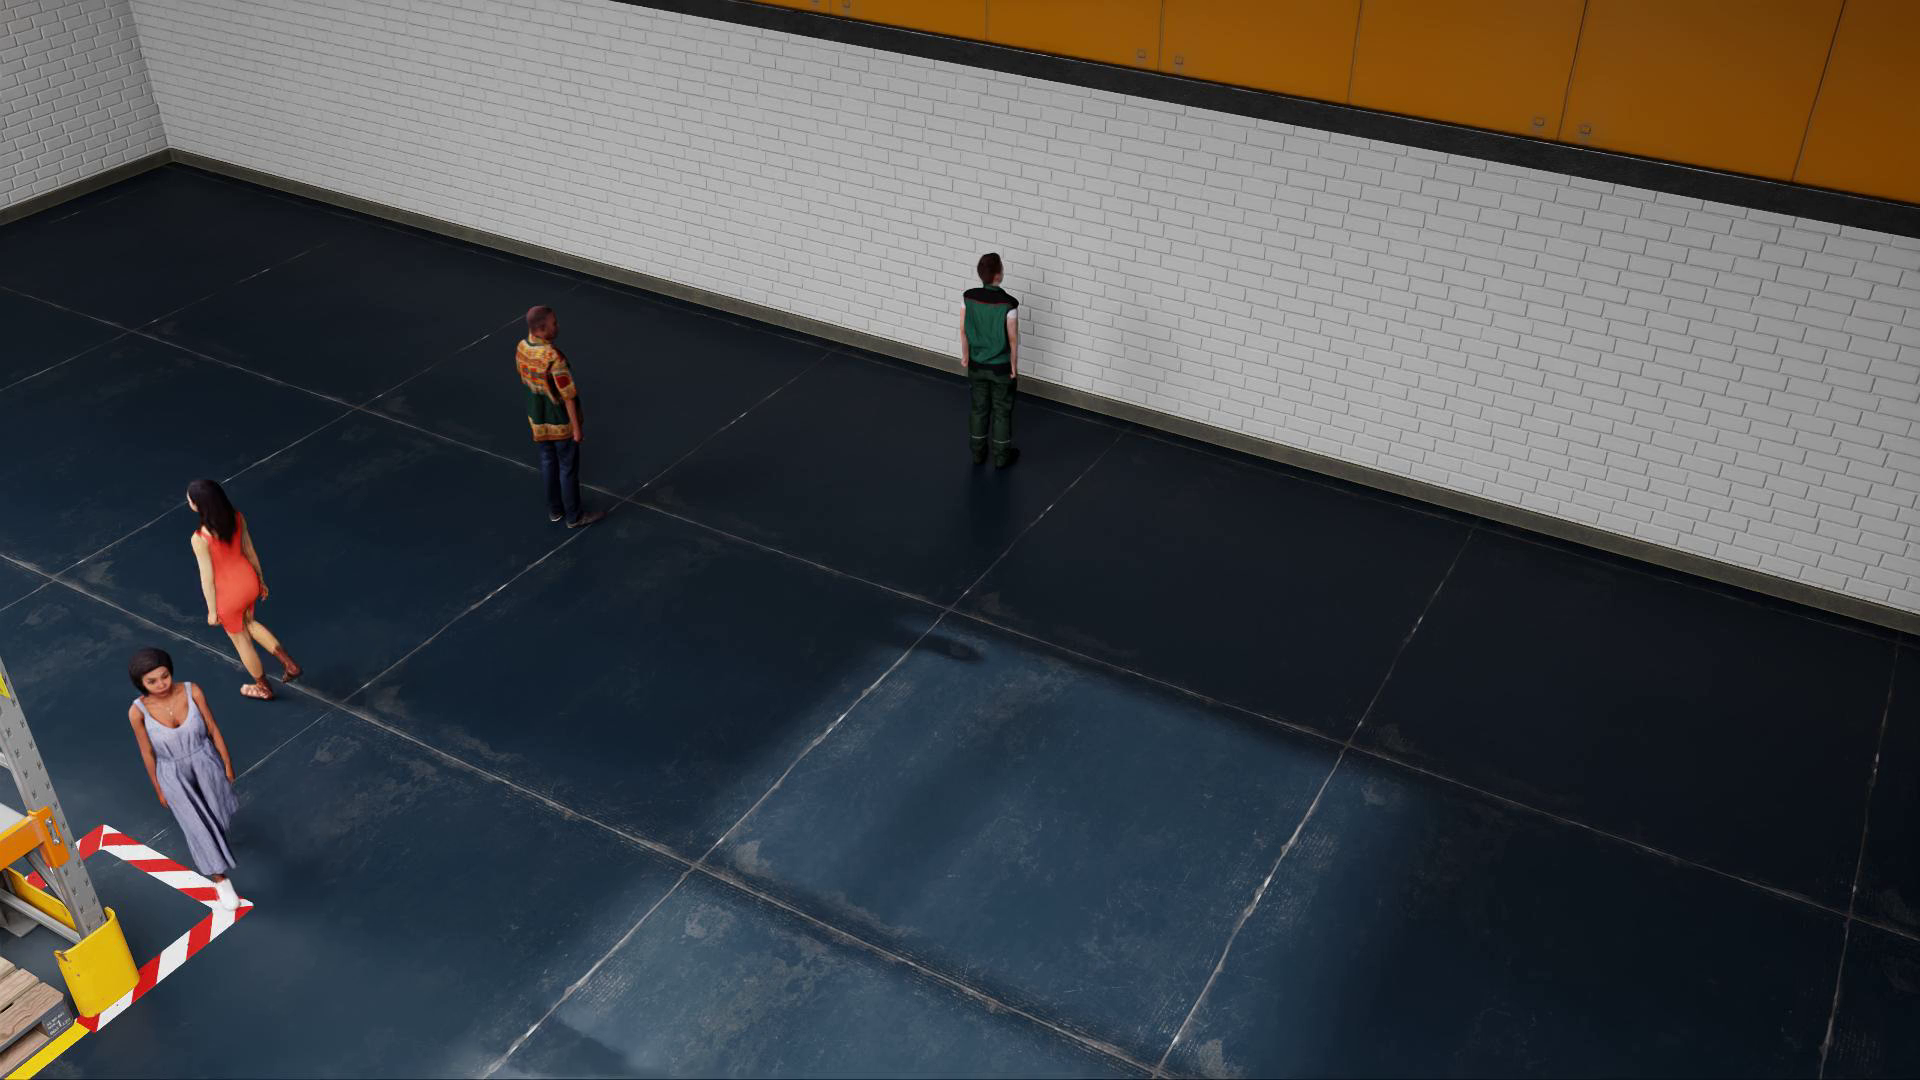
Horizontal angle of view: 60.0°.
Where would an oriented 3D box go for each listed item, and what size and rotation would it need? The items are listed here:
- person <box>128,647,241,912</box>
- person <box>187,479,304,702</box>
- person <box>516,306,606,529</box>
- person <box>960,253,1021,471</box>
[{"bbox_3d":[-4.359,1.276,9.377,1.002,1.678,0.881,-23,40,-30],"label":"person"},{"bbox_3d":[-4.603,0.358,10.727,0.735,1.711,0.701,8,35,12],"label":"person"},{"bbox_3d":[-3.075,-0.924,12.570,0.742,1.806,0.713,25,41,33],"label":"person"},{"bbox_3d":[0.253,-1.432,13.304,0.654,1.841,0.591,13,36,19],"label":"person"}]
